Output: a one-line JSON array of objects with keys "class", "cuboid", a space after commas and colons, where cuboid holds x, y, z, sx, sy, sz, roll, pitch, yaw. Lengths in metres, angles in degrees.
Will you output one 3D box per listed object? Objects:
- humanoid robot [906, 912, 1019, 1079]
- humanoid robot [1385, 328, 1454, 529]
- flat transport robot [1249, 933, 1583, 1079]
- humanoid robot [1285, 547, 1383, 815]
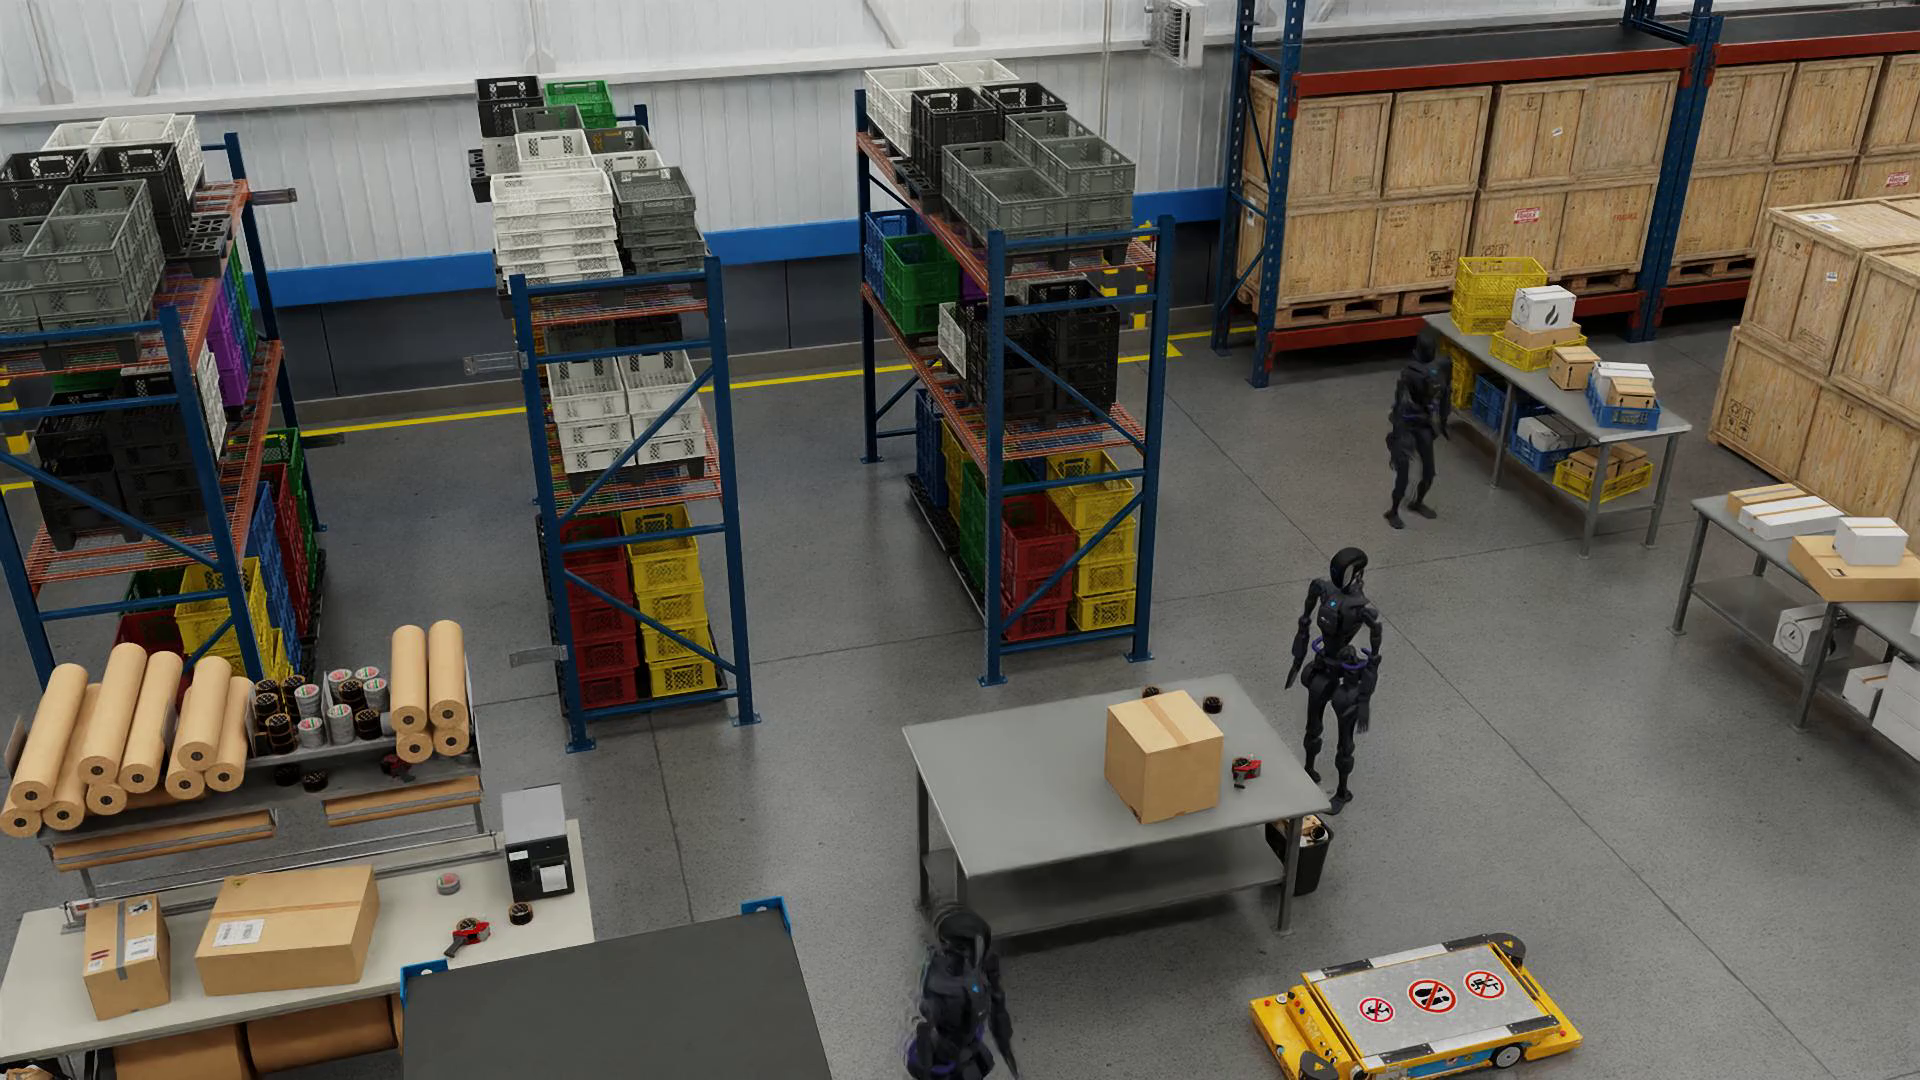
[{"class": "humanoid robot", "cuboid": [-0.037, 2.169, 6.821, 0.666, 1.638, 0.601, 19, 34, 30]}, {"class": "humanoid robot", "cuboid": [3.362, -0.819, 12.205, 0.654, 1.623, 0.434, -16, 32, -26]}, {"class": "flat transport robot", "cuboid": [2.184, 2.282, 7.980, 1.431, 0.197, 0.652, -8, 30, -14]}, {"class": "humanoid robot", "cuboid": [2.082, 0.775, 9.273, 0.331, 1.657, 0.599, -20, 35, -32]}]
